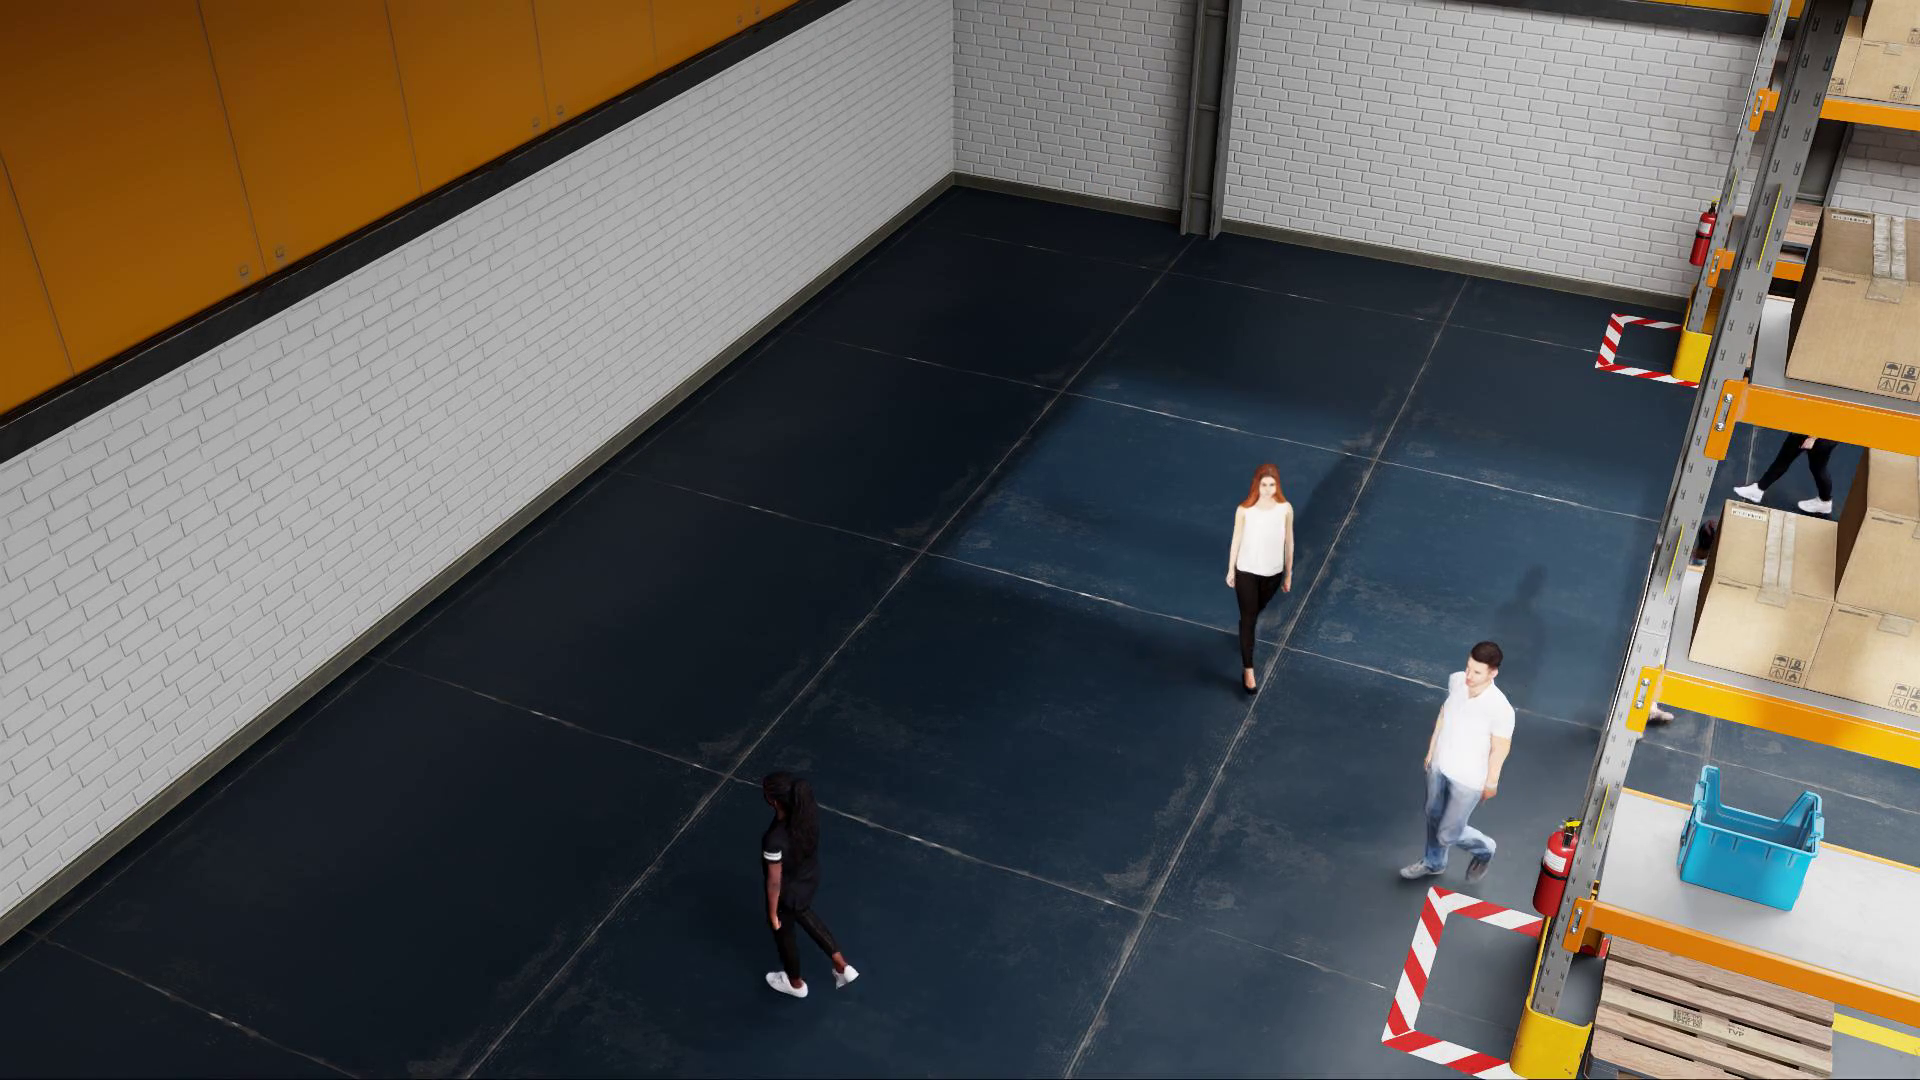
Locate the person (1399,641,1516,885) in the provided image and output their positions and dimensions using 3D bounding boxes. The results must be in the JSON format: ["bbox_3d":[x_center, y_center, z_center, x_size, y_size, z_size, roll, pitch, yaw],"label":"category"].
[{"bbox_3d":[3.075,1.342,9.976,0.966,1.845,0.905,-11,35,-15],"label":"person"}]

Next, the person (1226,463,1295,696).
[{"bbox_3d":[2.123,0.181,11.867,1.085,1.685,0.969,-1,34,-1],"label":"person"}]

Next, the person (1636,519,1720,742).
[{"bbox_3d":[4.627,0.659,11.031,0.931,1.814,0.834,-3,34,-4],"label":"person"}]

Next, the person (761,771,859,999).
[{"bbox_3d":[-0.852,1.941,9.187,0.803,1.721,0.628,15,37,22],"label":"person"}]
